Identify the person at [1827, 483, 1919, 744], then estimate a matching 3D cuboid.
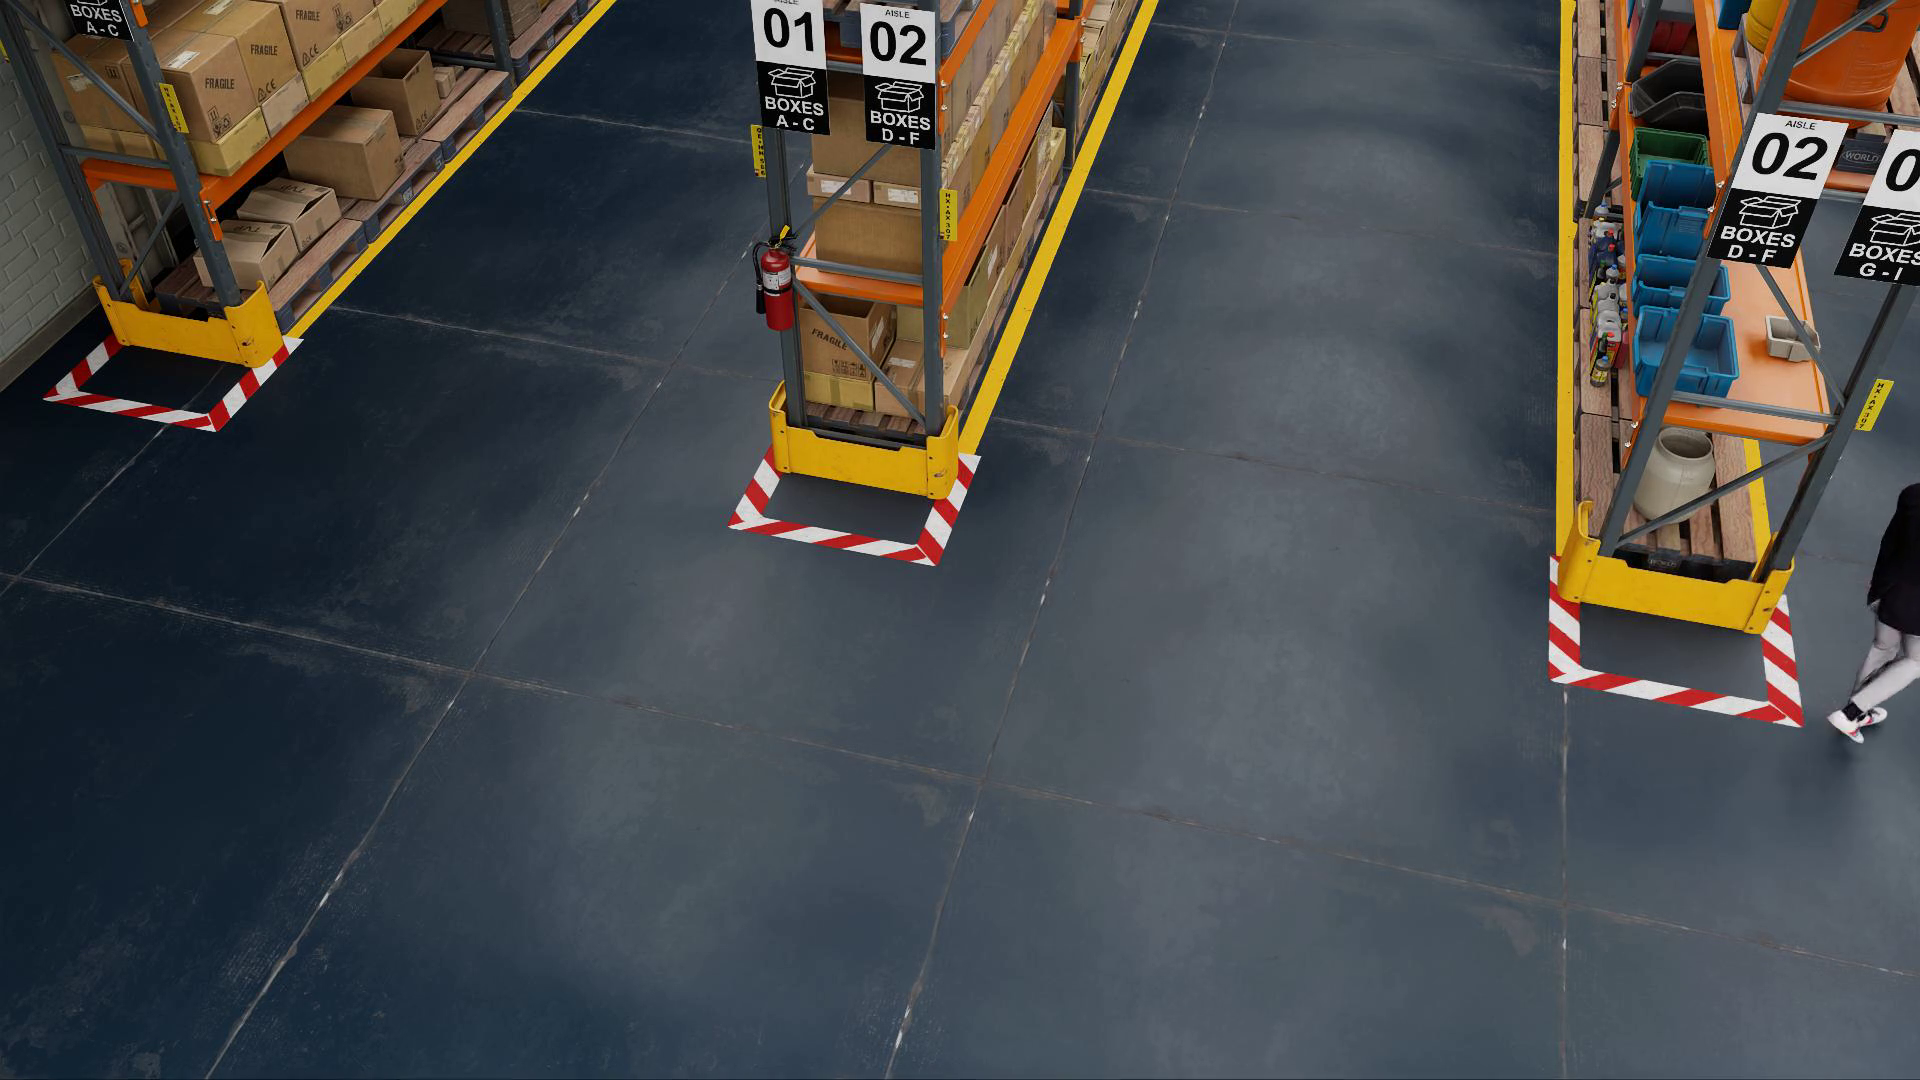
[{"bbox_3d":[4.794,0.311,8.488,0.993,1.939,0.921,-12,44,-13],"label":"person"}]
